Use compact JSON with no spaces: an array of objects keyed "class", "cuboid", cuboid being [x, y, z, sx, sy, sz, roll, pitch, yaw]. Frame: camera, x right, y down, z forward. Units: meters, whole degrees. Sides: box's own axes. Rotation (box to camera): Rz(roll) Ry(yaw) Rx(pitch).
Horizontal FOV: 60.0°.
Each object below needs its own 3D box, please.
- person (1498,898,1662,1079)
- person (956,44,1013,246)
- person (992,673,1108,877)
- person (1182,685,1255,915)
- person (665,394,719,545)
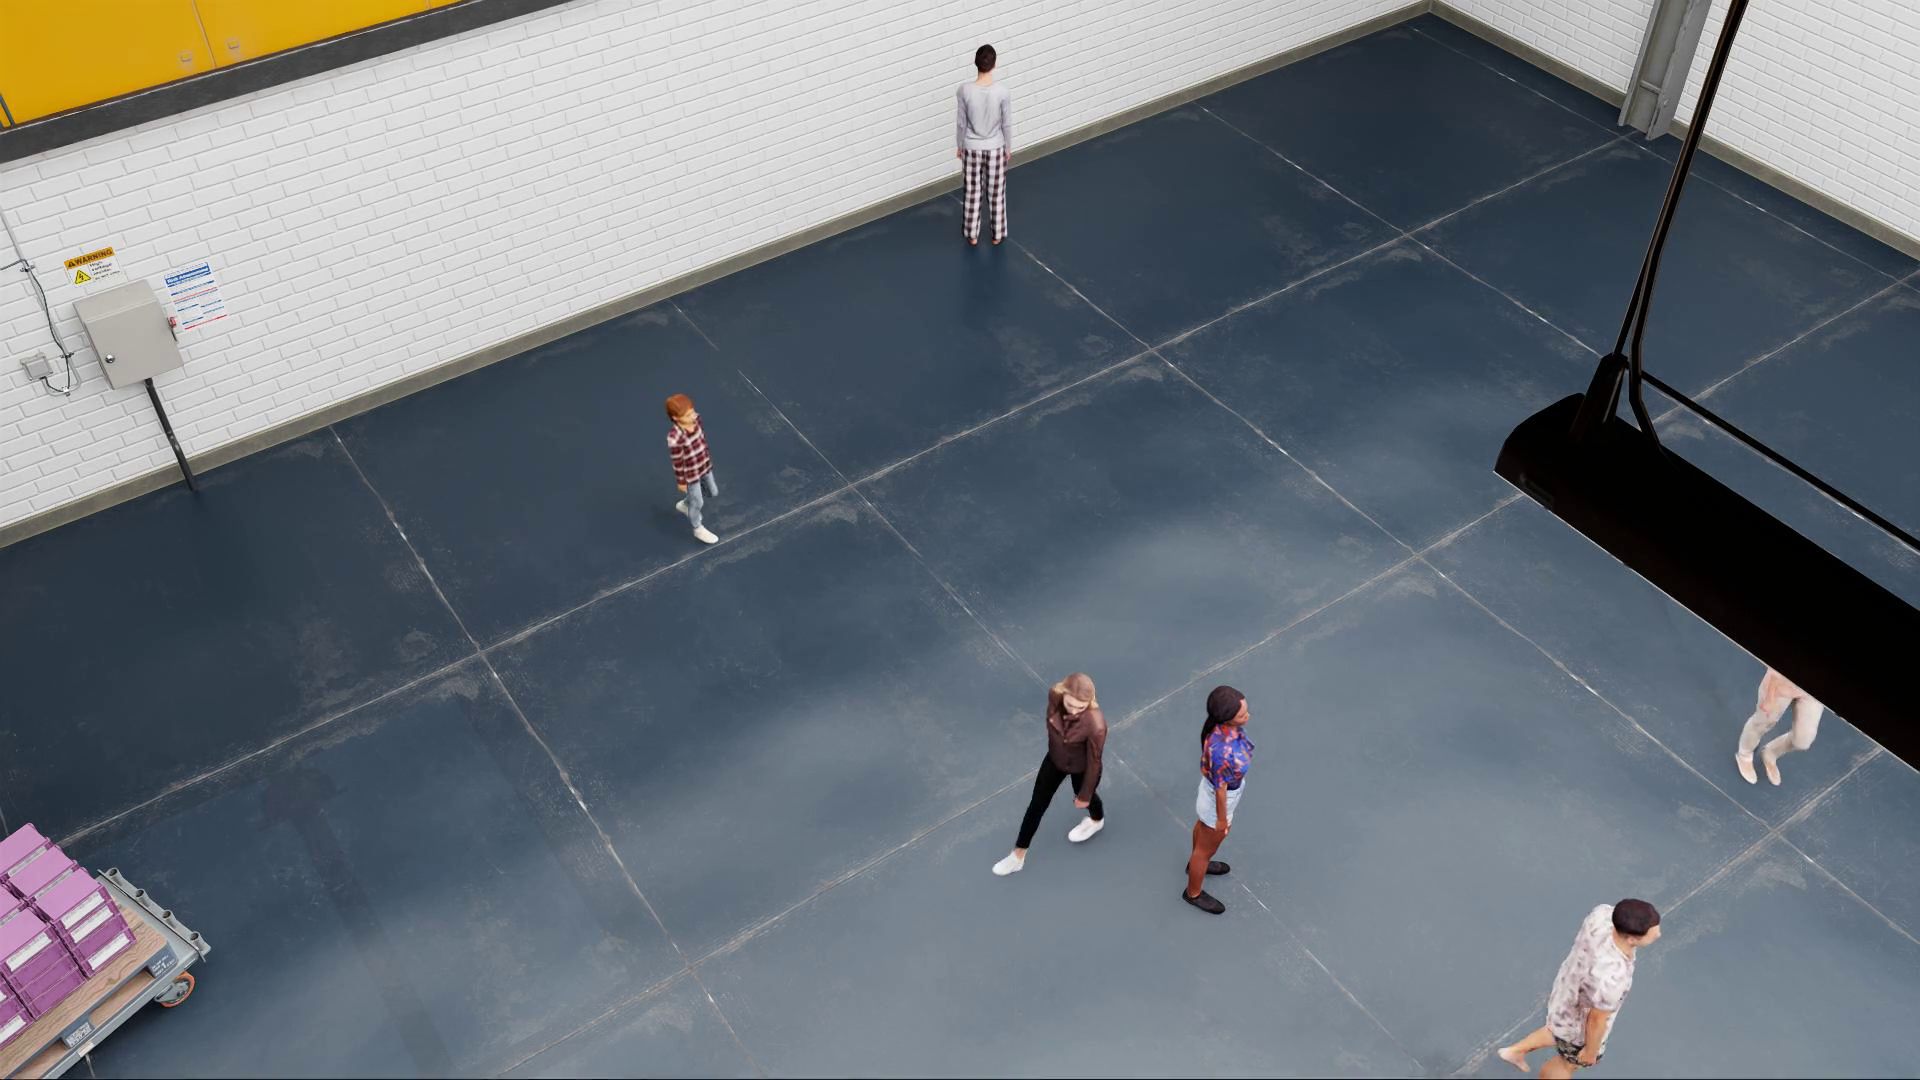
[{"class":"person","cuboid":[3.078,2.333,8.422,0.919,1.803,0.862,9,44,9]},{"class":"person","cuboid":[0.207,-3.401,14.409,0.712,1.847,0.746,2,44,2]},{"class":"person","cuboid":[0.727,1.273,9.641,0.766,1.656,1.021,-28,50,-26]},{"class":"person","cuboid":[1.451,1.443,9.400,0.716,1.743,0.662,8,44,8]},{"class":"person","cuboid":[-1.949,-0.537,11.802,0.731,1.296,0.664,19,47,19]}]
